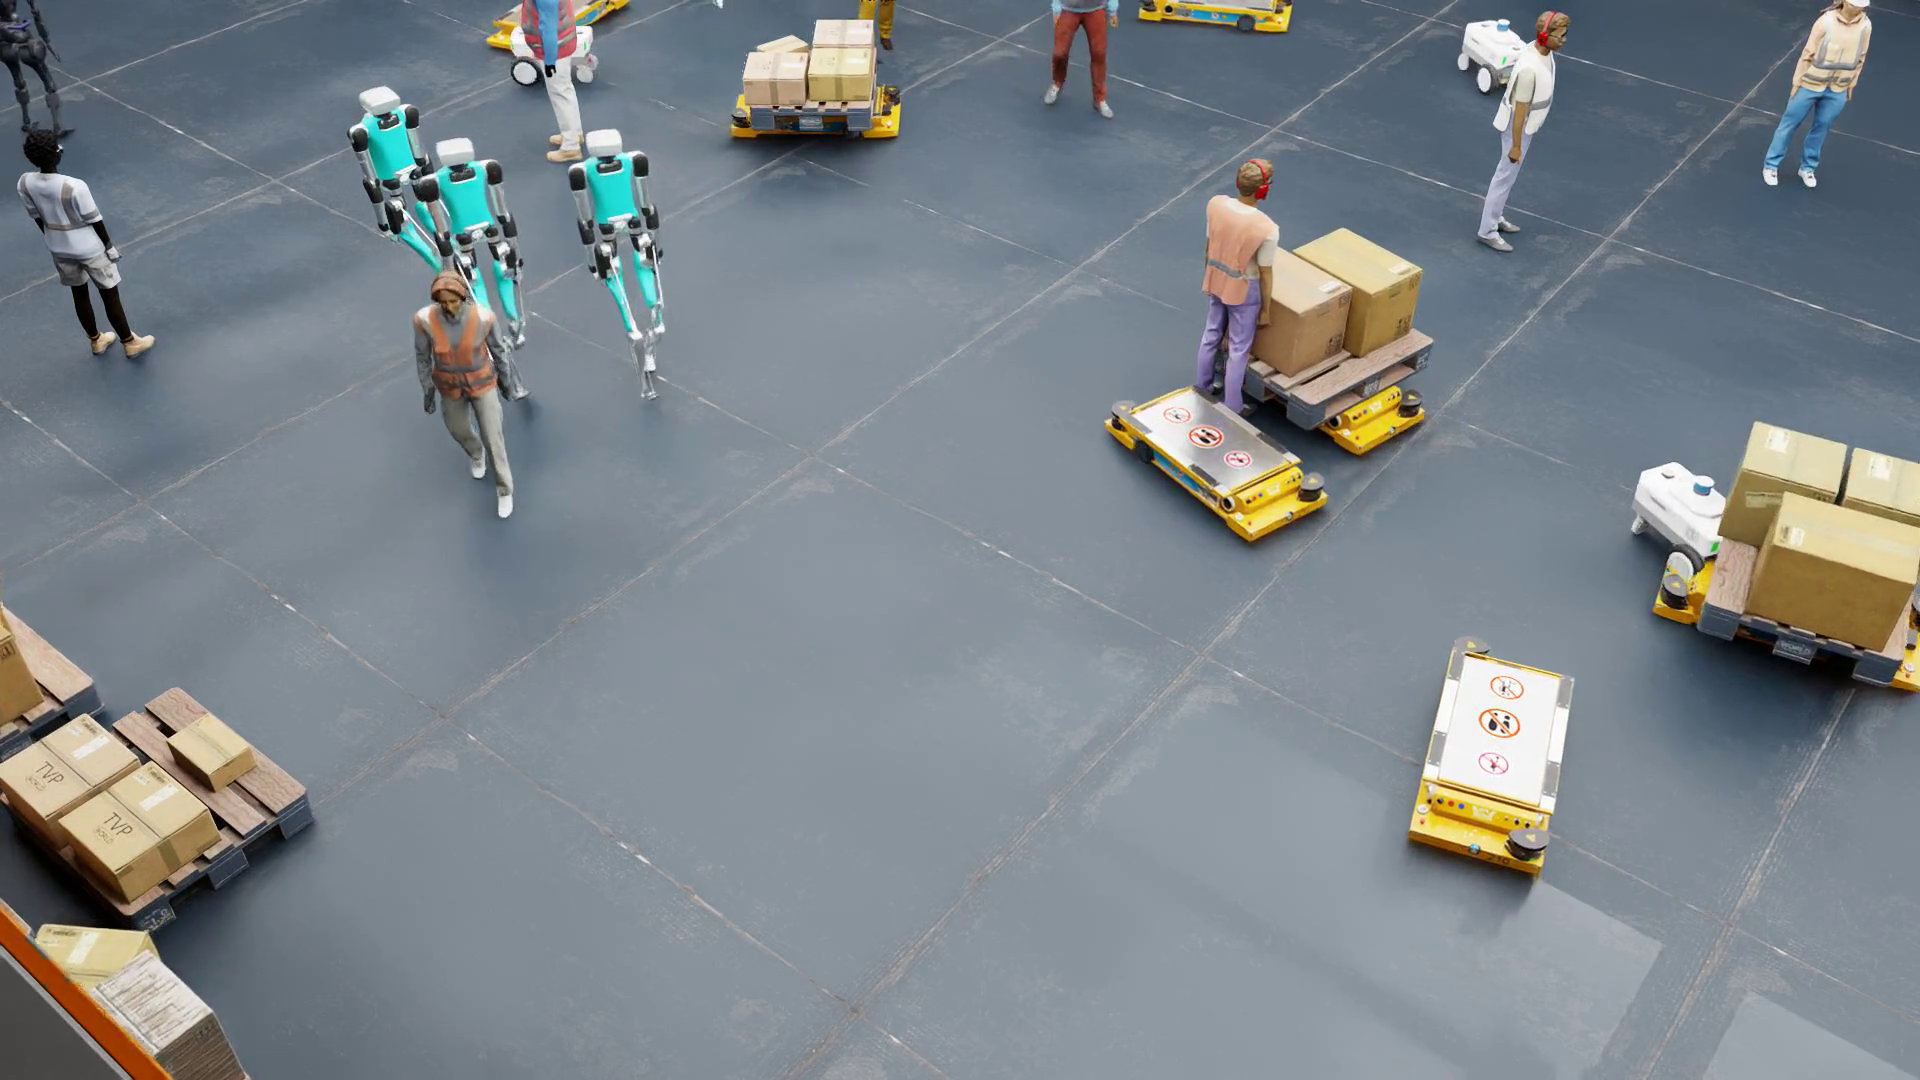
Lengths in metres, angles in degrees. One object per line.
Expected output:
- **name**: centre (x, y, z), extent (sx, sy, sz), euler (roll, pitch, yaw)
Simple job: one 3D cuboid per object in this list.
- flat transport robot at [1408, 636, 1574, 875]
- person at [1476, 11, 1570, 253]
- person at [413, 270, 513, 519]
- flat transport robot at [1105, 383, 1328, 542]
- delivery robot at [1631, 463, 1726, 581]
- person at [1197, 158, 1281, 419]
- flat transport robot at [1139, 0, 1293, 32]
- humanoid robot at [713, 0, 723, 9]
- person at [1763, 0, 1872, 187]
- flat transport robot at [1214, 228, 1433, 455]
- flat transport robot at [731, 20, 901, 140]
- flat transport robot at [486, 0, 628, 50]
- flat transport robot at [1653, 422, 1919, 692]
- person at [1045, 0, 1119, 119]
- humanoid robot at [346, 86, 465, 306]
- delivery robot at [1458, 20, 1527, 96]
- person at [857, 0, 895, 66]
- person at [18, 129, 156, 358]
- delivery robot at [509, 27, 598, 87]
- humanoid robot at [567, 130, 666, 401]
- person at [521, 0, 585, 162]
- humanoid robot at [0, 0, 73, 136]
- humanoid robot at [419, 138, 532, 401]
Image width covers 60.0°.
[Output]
- **flat transport robot**: centre (2.826, 1.100, 8.784), extent (0.659, 0.231, 1.431), euler (14, 42, 16)
- **person**: centre (4.197, -3.084, 12.489), extent (0.374, 1.843, 0.567), euler (17, 43, 19)
- **person**: centre (-2.993, -0.940, 10.138), extent (0.524, 1.618, 0.614), euler (-2, 40, -3)
- **flat transport robot**: centre (1.633, -0.543, 10.717), extent (0.659, 0.231, 1.431), euler (-24, 46, -26)
- **delivery robot**: centre (4.413, -0.112, 9.985), extent (0.521, 0.588, 0.760), euler (-16, 43, -18)
- **person**: centre (1.771, -1.592, 10.742), extent (0.378, 1.835, 0.564), euler (-29, 48, -29)
- **flat transport robot**: centre (2.505, -5.227, 16.227), extent (1.431, 0.231, 0.659), euler (9, 41, 10)
- **humanoid robot**: centre (-2.569, -6.048, 16.075), extent (0.540, 1.794, 0.826), euler (-15, 43, -17)
- **person**: centre (6.865, -3.632, 13.232), extent (0.487, 1.721, 0.378), euler (4, 41, 4)
- **flat transport robot**: centre (2.411, -1.099, 11.371), extent (0.659, 0.231, 1.431), euler (-27, 47, -28)
- **flat transport robot**: centre (-1.241, -3.730, 14.466), extent (1.431, 0.231, 0.659), euler (0, 40, 0)
- **flat transport robot**: centre (-3.873, -5.055, 16.025), extent (0.659, 0.231, 1.431), euler (16, 43, 18)
- **flat transport robot**: centre (4.820, 0.393, 9.616), extent (1.431, 0.231, 0.659), euler (19, 44, 21)
- **person**: centre (1.034, -4.551, 14.214), extent (0.626, 1.864, 0.445), euler (-3, 40, -3)
- **humanoid robot**: centre (-3.709, -2.261, 11.526), extent (0.741, 1.694, 0.531), euler (27, 47, 28)
- **delivery robot**: centre (4.857, -4.387, 15.022), extent (0.499, 0.601, 0.805), euler (-11, 42, -13)
- **person**: centre (-0.734, -5.249, 15.131), extent (0.431, 1.726, 0.651), euler (29, 48, 30)
- **person**: centre (-5.991, -1.999, 11.326), extent (0.534, 1.696, 0.318), euler (8, 41, 9)
- **delivery robot**: centre (-3.698, -4.458, 15.096), extent (0.788, 0.587, 0.499), euler (0, 40, 0)
- **humanoid robot**: centre (-2.166, -1.721, 11.042), extent (0.548, 1.878, 0.805), euler (-15, 43, -17)
- **person**: centre (-3.338, -4.030, 13.616), extent (0.430, 1.831, 0.634), euler (-6, 41, -7)
- **humanoid robot**: centre (-7.925, -4.181, 13.917), extent (0.602, 1.638, 0.411), euler (4, 41, 5)
- **humanoid robot**: centre (-3.054, -1.688, 10.971), extent (0.534, 1.749, 1.031), euler (-21, 45, -23)
